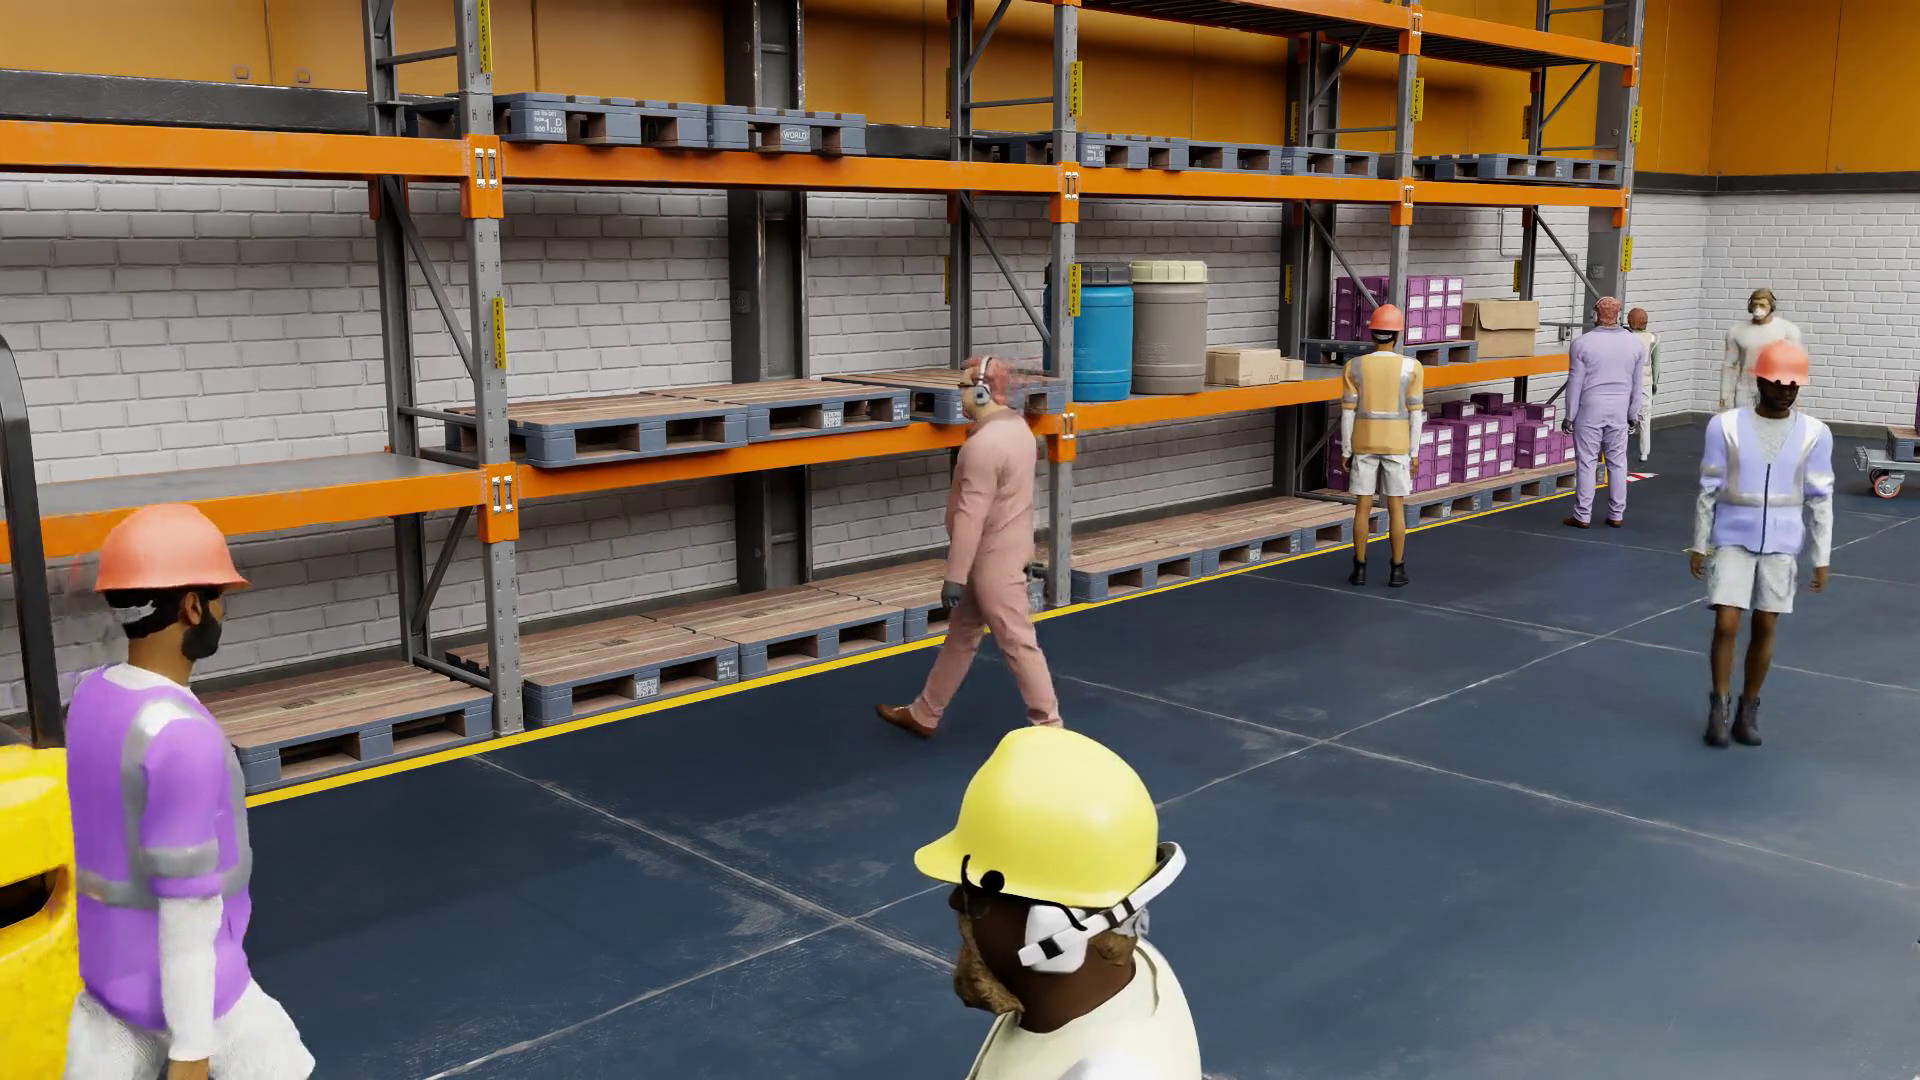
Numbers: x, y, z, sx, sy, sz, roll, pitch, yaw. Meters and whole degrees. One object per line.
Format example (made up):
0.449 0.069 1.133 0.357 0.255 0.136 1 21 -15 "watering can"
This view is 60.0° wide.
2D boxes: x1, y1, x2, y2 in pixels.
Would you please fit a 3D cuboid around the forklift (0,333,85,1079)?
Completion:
-3.289 0.485 4.582 1.214 2.155 2.313 -10 14 -44 "forklift"

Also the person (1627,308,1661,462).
7.163 -1.640 17.676 0.514 1.642 0.310 1 10 5 "person"

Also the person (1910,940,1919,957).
3.484 0.615 4.975 0.929 1.780 0.607 3 11 14 "person"

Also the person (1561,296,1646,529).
5.270 -1.044 13.704 0.649 1.906 0.401 -1 10 -5 "person"

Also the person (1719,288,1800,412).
7.305 -1.340 15.268 0.662 1.920 0.460 8 13 38 "person"

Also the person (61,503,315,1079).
-1.655 0.885 3.365 0.534 1.859 1.035 8 13 37 "person"

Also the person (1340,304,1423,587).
2.886 -0.641 11.416 0.544 1.939 0.372 3 11 18 "person"

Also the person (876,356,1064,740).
0.070 0.082 7.694 0.980 1.850 0.669 3 11 14 "person"

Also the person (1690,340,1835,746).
3.743 0.038 7.742 0.578 1.923 0.541 3 11 16 "person"

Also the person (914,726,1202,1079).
0.114 1.122 2.088 0.403 1.835 0.586 1 10 4 "person"
